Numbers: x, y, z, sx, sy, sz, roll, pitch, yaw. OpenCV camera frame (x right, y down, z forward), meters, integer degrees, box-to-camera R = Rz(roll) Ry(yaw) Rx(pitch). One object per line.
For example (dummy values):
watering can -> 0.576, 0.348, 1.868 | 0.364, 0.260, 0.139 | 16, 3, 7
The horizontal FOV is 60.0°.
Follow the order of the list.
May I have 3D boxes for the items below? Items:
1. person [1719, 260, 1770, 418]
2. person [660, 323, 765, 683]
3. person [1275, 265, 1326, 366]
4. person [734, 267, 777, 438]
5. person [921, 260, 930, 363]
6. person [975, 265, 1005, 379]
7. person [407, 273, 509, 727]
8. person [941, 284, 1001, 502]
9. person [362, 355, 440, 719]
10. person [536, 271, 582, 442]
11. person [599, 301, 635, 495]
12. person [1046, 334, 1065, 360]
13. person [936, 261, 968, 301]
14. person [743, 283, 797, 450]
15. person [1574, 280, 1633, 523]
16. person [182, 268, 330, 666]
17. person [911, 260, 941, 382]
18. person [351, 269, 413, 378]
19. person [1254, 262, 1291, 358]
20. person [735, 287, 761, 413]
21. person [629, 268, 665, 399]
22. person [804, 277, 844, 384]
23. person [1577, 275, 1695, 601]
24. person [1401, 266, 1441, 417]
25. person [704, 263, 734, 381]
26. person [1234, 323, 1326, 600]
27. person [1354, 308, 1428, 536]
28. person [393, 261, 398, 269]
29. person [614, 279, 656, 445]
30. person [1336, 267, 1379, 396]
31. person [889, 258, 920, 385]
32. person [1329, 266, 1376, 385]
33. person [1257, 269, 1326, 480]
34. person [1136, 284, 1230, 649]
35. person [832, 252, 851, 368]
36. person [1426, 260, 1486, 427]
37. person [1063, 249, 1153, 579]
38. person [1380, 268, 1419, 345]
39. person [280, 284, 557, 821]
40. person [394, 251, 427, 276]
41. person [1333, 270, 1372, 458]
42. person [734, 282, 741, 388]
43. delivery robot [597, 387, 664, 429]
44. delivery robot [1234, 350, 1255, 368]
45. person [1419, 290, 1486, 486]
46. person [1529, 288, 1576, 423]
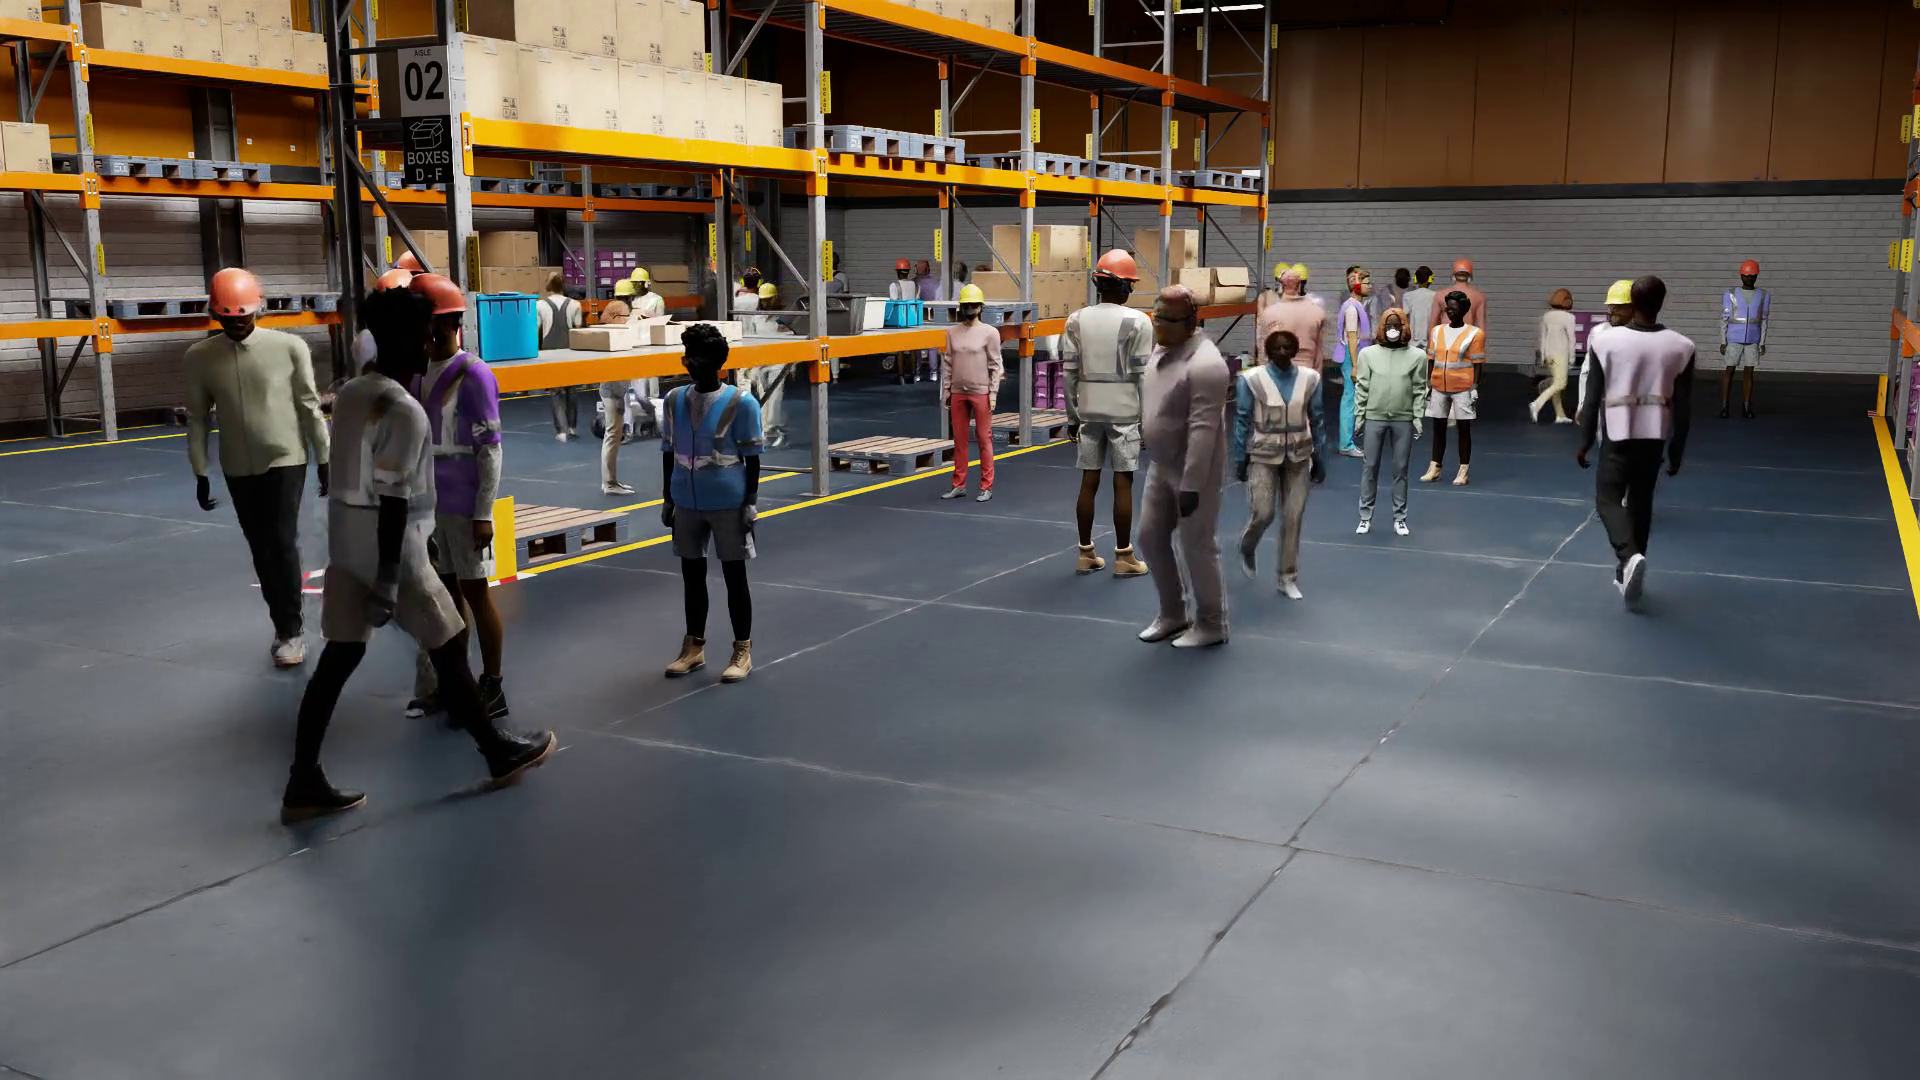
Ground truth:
person -> 9.619, -2.459, 20.409 | 0.543, 1.939, 0.356 | 2, 10, 13
person -> -1.183, -0.172, 7.863 | 0.542, 1.695, 0.316 | 4, 11, 22
person -> 3.804, -2.175, 18.913 | 0.612, 1.875, 0.988 | 6, 11, 31
person -> -2.238, -2.027, 18.100 | 0.512, 1.874, 0.328 | 1, 10, 5
person -> -0.684, -4.215, 30.734 | 0.354, 1.883, 0.573 | -3, 10, -19
person -> 0.384, -3.410, 26.253 | 1.019, 1.821, 0.568 | -9, 13, -42
person -> -2.196, -0.164, 7.126 | 0.552, 1.934, 0.373 | 8, 13, 40
person -> 0.086, -1.195, 13.581 | 0.525, 1.771, 0.310 | 6, 11, 30
person -> -2.413, -0.052, 7.440 | 0.529, 1.610, 0.613 | 2, 10, 11
person -> -4.364, -1.991, 18.027 | 0.519, 1.818, 0.722 | -4, 11, -23
person -> -2.884, -1.188, 13.957 | 0.284, 1.627, 0.494 | -3, 10, -16
person -> 1.618, -3.448, 26.456 | 0.704, 1.823, 0.429 | -1, 10, -5
person -> 0.006, -2.740, 22.102 | 0.767, 1.908, 0.659 | -9, 13, -41
person -> -1.989, -1.771, 17.099 | 0.507, 1.700, 0.879 | 5, 11, 27
person -> 4.886, -1.012, 12.385 | 0.473, 1.816, 0.590 | -7, 12, -34
person -> -3.452, -0.349, 8.166 | 0.630, 1.941, 0.764 | -1, 10, -6
person -> -0.596, -3.435, 26.144 | 0.636, 1.911, 0.406 | -3, 10, -19
person -> -3.246, -0.598, 9.667 | 0.543, 1.932, 0.384 | 5, 11, 27
person -> 3.913, -2.435, 20.341 | 0.605, 1.911, 0.688 | 3, 10, 18
person -> -2.605, -2.284, 20.297 | 0.512, 1.624, 0.400 | 3, 10, 17
person -> -4.001, -2.496, 20.922 | 0.589, 1.834, 0.403 | 3, 10, 17
person -> -2.100, -3.380, 25.738 | 0.627, 1.940, 0.375 | -1, 10, -6
person -> 3.928, -0.580, 9.640 | 0.593, 1.900, 0.762 | 1, 10, 5
person -> 5.715, -2.458, 20.617 | 0.520, 1.865, 0.328 | 4, 11, 21
person -> -3.091, -2.707, 21.734 | 0.524, 1.971, 0.648 | 0, 10, 0
person -> 1.871, -0.472, 9.831 | 0.531, 1.626, 0.453 | -1, 10, -7
person -> 3.081, -0.845, 11.943 | 0.500, 1.633, 0.285 | 2, 10, 11
person -> -6.745, -2.463, 20.432 | 0.401, 1.938, 0.603 | -2, 10, -11
person -> -3.492, -1.895, 17.714 | 0.526, 1.748, 0.512 | 2, 10, 10
person -> 5.528, -2.890, 23.241 | 0.616, 1.813, 0.476 | 6, 11, 30
person -> -0.875, -3.351, 25.572 | 0.553, 1.935, 0.364 | -7, 12, -36
person -> 6.105, -3.257, 25.378 | 0.785, 1.814, 0.575 | 9, 14, 44
person -> 2.904, -1.429, 14.584 | 0.653, 1.888, 0.710 | -3, 10, -15
person -> 1.151, -0.347, 8.397 | 0.543, 1.863, 0.670 | -4, 11, -23
person -> -2.224, -4.031, 29.213 | 0.676, 2.000, 0.536 | 3, 10, 19
person -> 5.809, -2.298, 19.487 | 0.623, 1.948, 1.018 | 1, 10, 7
person -> 0.948, -0.783, 10.404 | 0.614, 2.041, 0.393 | 6, 12, 33
person -> 6.573, -3.160, 24.853 | 0.665, 1.808, 0.558 | -1, 10, -6
person -> -2.036, 0.035, 6.052 | 0.616, 1.901, 1.031 | 9, 14, 43
person -> -4.726, -1.492, 14.507 | 0.610, 2.043, 0.375 | 9, 14, 43
person -> 3.908, -1.748, 16.544 | 0.389, 1.850, 0.567 | 2, 10, 13
person -> -3.305, -2.990, 23.646 | 0.647, 1.885, 1.009 | 4, 10, 20
delivery robot -> -3.583, -1.418, 18.112 | 0.707, 0.478, 0.477 | -9, 13, -43
delivery robot -> 4.277, -2.607, 24.996 | 0.477, 0.478, 0.707 | 7, 12, 37
person -> 4.301, -1.321, 14.517 | 0.531, 1.698, 0.320 | 9, 13, 43
person -> 7.024, -2.166, 19.643 | 0.685, 1.610, 0.510 | -4, 11, -23
